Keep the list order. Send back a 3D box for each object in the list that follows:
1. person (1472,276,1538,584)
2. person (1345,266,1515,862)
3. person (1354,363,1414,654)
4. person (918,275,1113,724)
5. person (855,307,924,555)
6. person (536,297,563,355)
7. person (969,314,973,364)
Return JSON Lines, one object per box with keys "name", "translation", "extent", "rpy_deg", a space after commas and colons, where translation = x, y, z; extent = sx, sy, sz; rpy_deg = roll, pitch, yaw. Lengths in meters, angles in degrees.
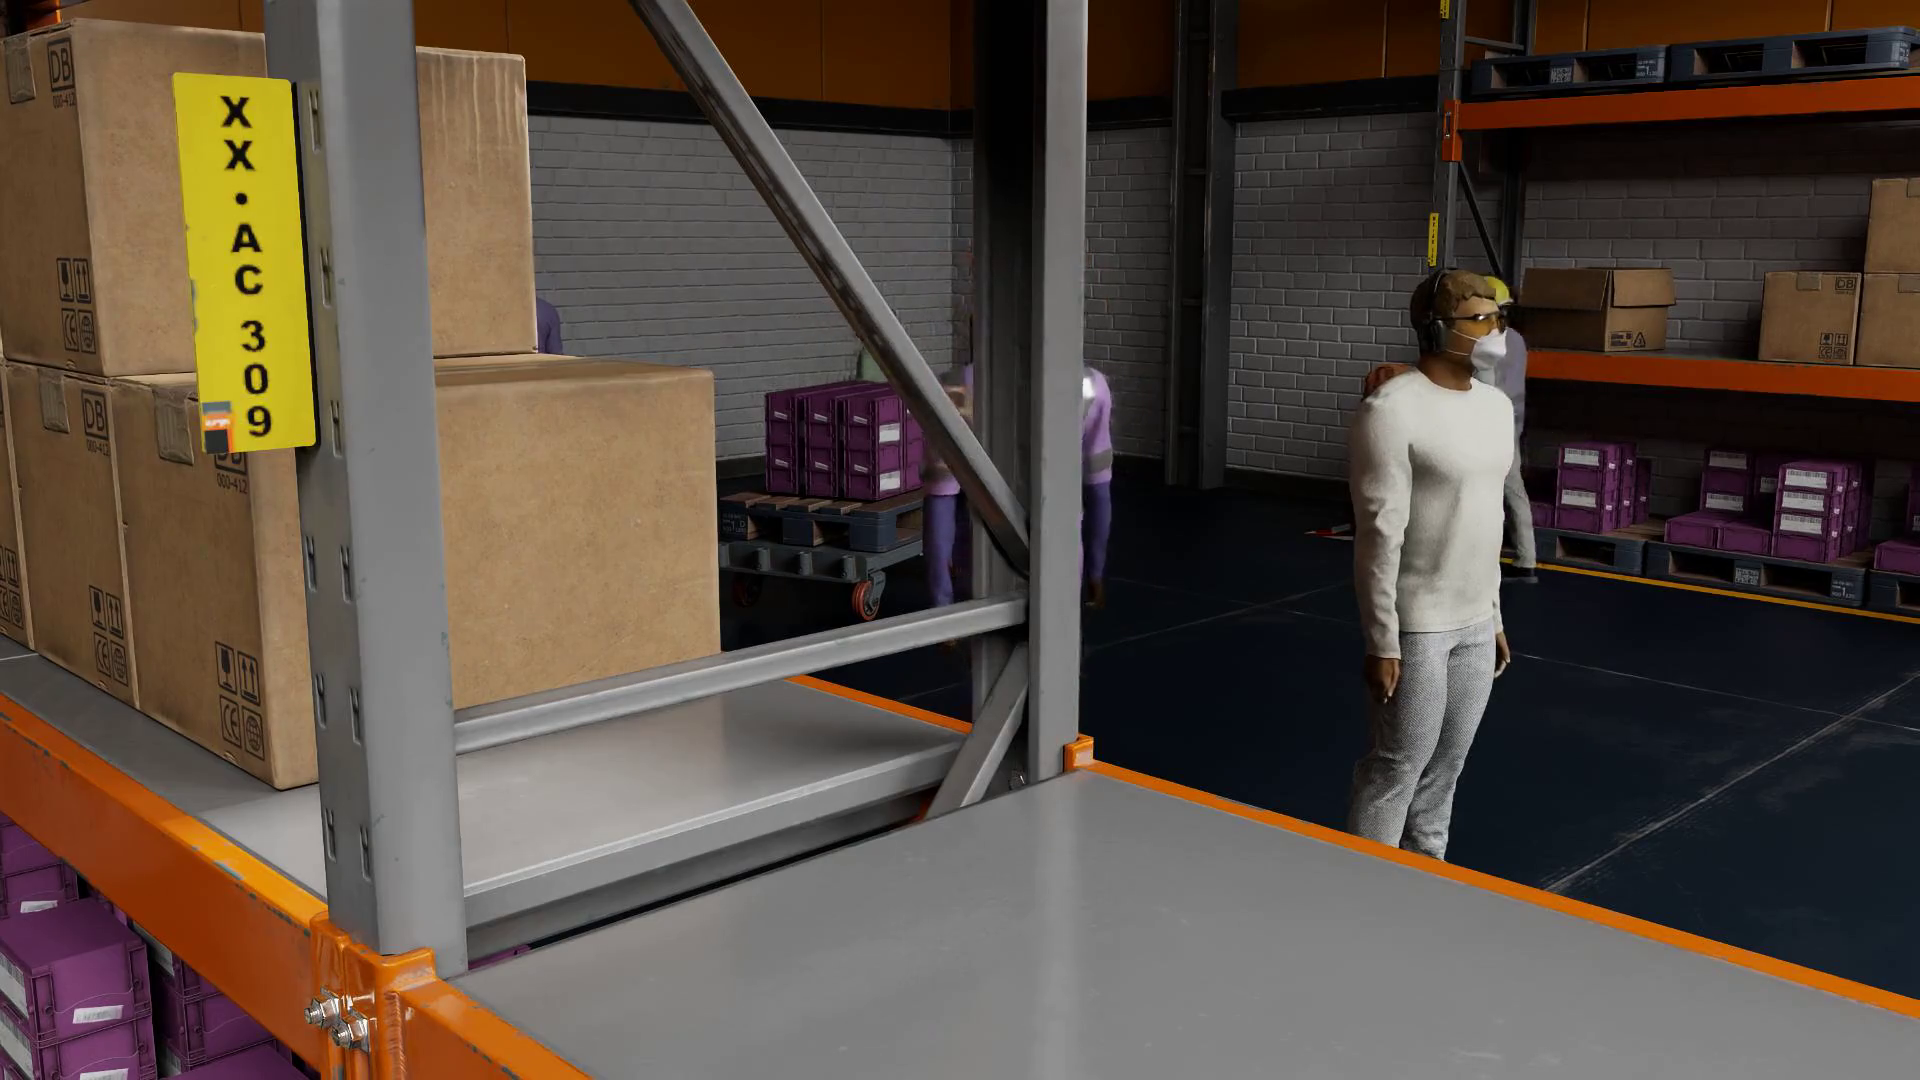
{"name": "person", "translation": [3.050, -0.651, 9.797], "extent": [0.611, 1.777, 0.942], "rpy_deg": [-10, 15, -44]}
{"name": "person", "translation": [1.289, 0.239, 4.520], "extent": [0.629, 1.940, 0.372], "rpy_deg": [-9, 14, -42]}
{"name": "person", "translation": [1.332, 0.270, 5.178], "extent": [0.278, 1.634, 0.499], "rpy_deg": [1, 10, 8]}
{"name": "person", "translation": [0.177, 0.091, 5.211], "extent": [0.610, 2.008, 1.002], "rpy_deg": [0, 10, 0]}
{"name": "person", "translation": [-0.626, -0.682, 10.473], "extent": [0.784, 1.596, 0.532], "rpy_deg": [1, 10, 3]}
{"name": "person", "translation": [-2.921, -0.920, 10.931], "extent": [0.652, 1.904, 0.402], "rpy_deg": [-3, 11, -14]}
{"name": "person", "translation": [0.282, -0.874, 10.524], "extent": [0.612, 1.956, 0.604], "rpy_deg": [6, 12, 29]}
